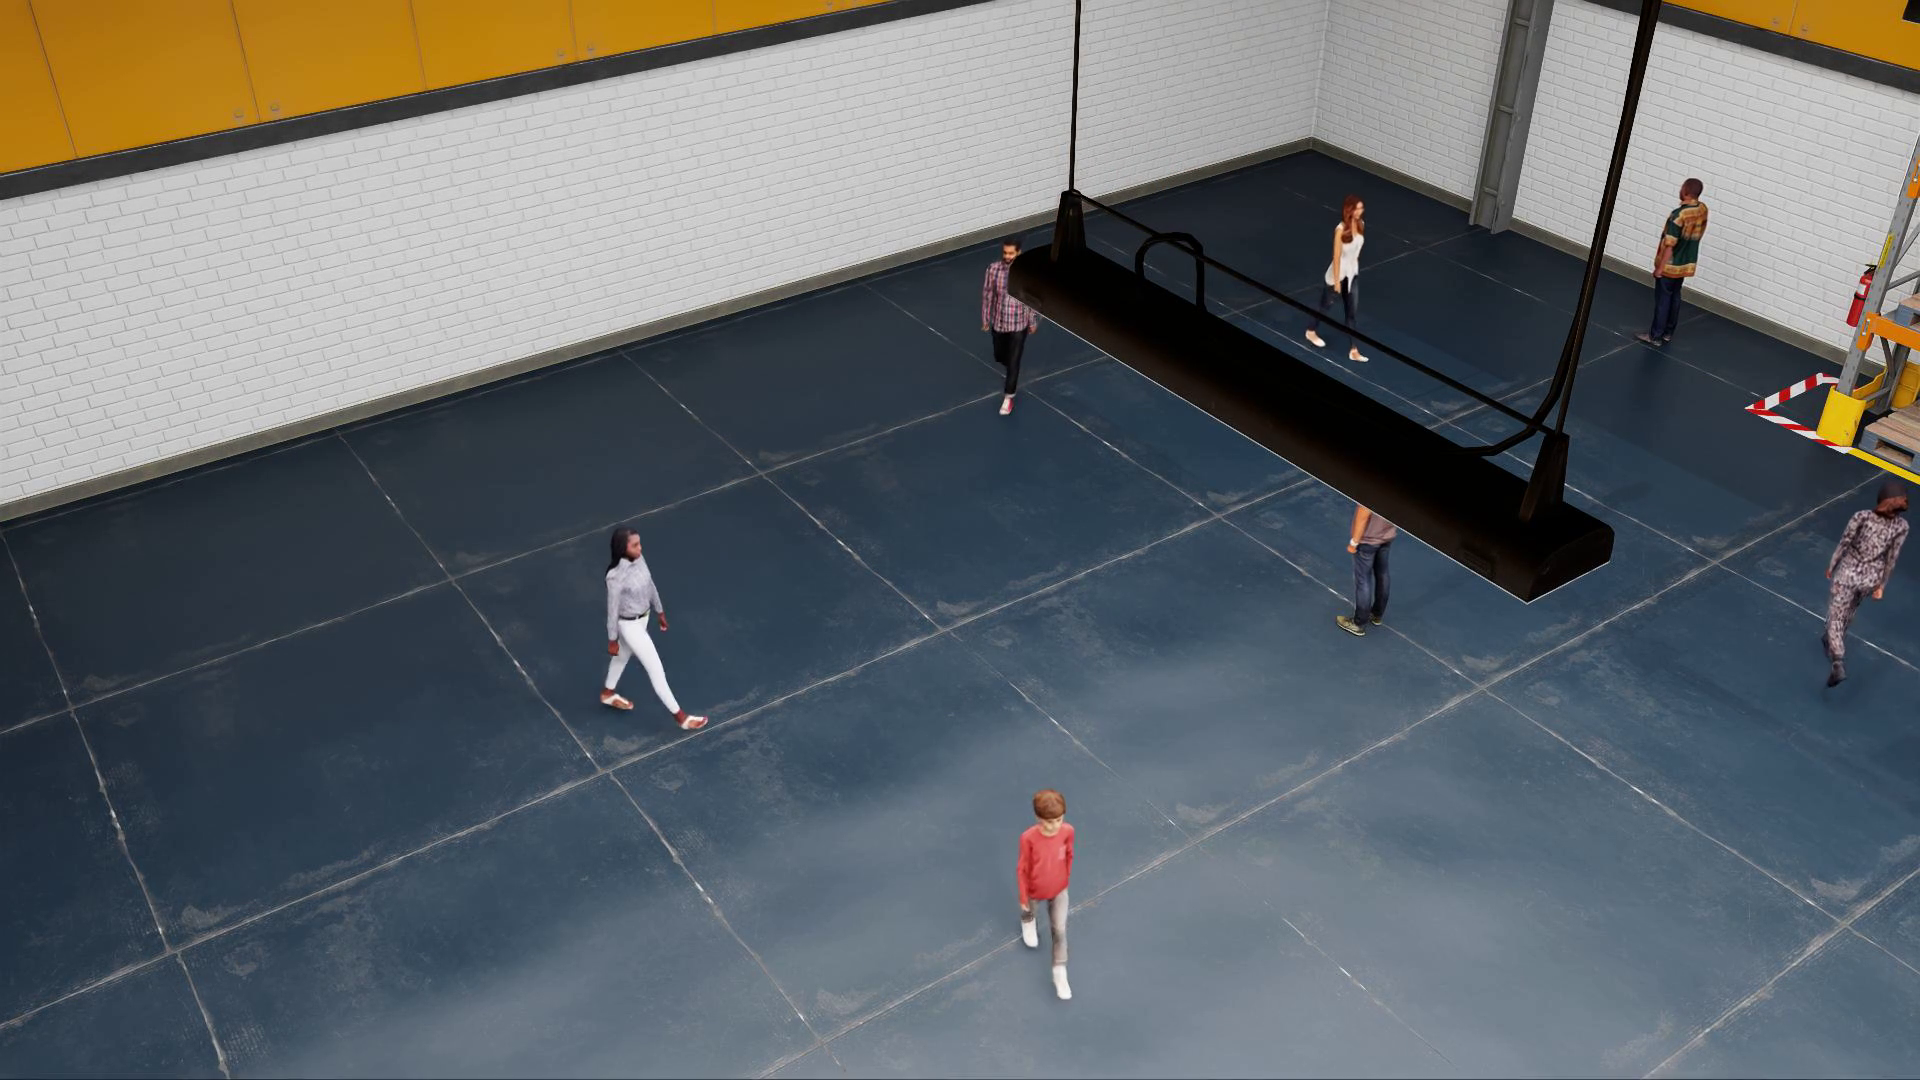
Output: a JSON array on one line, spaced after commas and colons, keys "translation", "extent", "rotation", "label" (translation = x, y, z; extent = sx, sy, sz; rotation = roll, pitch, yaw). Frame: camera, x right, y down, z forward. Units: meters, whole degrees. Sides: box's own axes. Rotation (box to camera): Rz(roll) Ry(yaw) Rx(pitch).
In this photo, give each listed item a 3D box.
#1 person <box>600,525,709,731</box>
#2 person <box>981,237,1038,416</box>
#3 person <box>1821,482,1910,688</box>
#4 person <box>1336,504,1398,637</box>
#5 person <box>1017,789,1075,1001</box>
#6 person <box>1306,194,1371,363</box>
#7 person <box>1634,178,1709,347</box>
[{"translation": [-2.455, 0.629, 12.143], "extent": [1.242, 1.664, 1.078], "rotation": [11, 35, 16], "label": "person"}, {"translation": [0.510, -2.166, 16.274], "extent": [1.134, 1.745, 1.145], "rotation": [10, 35, 15], "label": "person"}, {"translation": [6.777, 0.342, 12.554], "extent": [1.063, 1.688, 1.091], "rotation": [7, 34, 11], "label": "person"}, {"translation": [3.267, -0.047, 13.056], "extent": [0.616, 1.778, 0.531], "rotation": [-20, 38, -27], "label": "person"}, {"translation": [0.492, 2.068, 10.229], "extent": [0.789, 1.386, 1.014], "rotation": [-5, 34, -8], "label": "person"}, {"translation": [3.852, -2.722, 17.117], "extent": [0.621, 1.739, 1.075], "rotation": [-20, 38, -27], "label": "person"}, {"translation": [7.457, -2.903, 17.328], "extent": [0.682, 1.807, 0.639], "rotation": [-20, 38, -27], "label": "person"}]
